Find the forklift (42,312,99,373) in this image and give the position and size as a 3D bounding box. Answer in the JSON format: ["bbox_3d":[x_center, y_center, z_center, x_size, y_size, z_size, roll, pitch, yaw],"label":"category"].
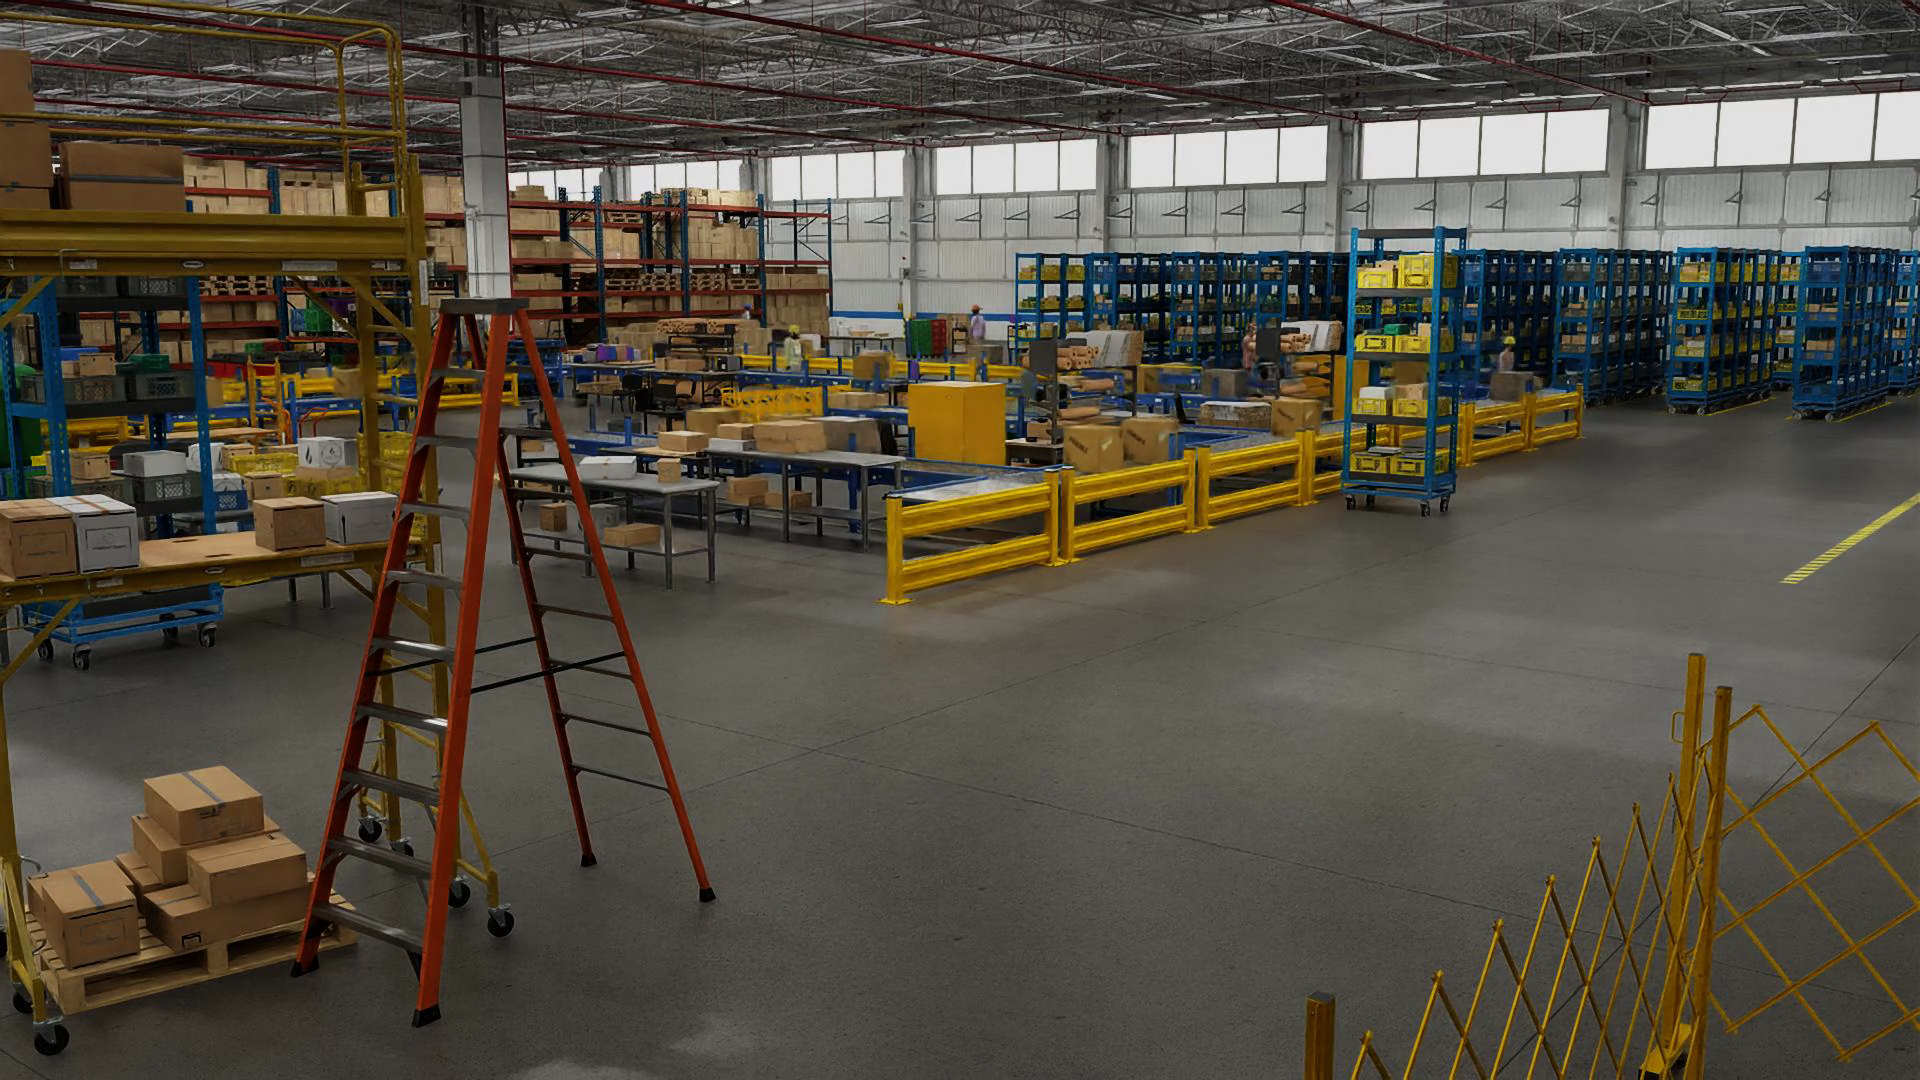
[{"bbox_3d":[-23.779,-5.451,44.052,1.873,2.768,1.129,7,11,36],"label":"forklift"}]

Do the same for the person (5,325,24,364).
[{"bbox_3d":[-21.209,-3.905,37.542,0.648,1.878,0.846,8,12,40],"label":"person"}]

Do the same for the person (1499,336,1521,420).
[{"bbox_3d":[11.339,-3.316,34.283,0.532,1.741,0.744,-7,12,-38],"label":"person"}]

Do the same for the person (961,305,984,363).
[{"bbox_3d":[0.486,-6.788,55.149,1.045,1.984,0.636,4,10,24],"label":"person"}]

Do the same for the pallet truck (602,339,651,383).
[{"bbox_3d":[-8.991,-4.871,45.351,0.653,1.274,1.630,7,11,37],"label":"pallet truck"}]

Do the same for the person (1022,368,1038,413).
[{"bbox_3d":[1.171,-2.511,29.637,0.618,1.611,0.510,5,10,27],"label":"person"}]

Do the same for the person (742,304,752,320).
[{"bbox_3d":[-8.057,-8.009,63.086,0.924,1.889,0.630,-5,10,-27],"label":"person"}]

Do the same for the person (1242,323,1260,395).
[{"bbox_3d":[6.676,-4.021,38.164,0.403,1.904,0.652,3,9,16],"label":"person"}]

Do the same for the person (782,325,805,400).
[{"bbox_3d":[-3.992,-4.237,39.760,0.521,1.818,0.615,4,10,24],"label":"person"}]

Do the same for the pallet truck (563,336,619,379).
[{"bbox_3d":[-10.690,-5.294,48.215,1.601,1.201,0.680,-5,10,-26],"label":"pallet truck"}]

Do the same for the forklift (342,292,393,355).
[{"bbox_3d":[-16.485,-5.622,45.120,1.129,2.768,1.873,7,11,37],"label":"forklift"}]
